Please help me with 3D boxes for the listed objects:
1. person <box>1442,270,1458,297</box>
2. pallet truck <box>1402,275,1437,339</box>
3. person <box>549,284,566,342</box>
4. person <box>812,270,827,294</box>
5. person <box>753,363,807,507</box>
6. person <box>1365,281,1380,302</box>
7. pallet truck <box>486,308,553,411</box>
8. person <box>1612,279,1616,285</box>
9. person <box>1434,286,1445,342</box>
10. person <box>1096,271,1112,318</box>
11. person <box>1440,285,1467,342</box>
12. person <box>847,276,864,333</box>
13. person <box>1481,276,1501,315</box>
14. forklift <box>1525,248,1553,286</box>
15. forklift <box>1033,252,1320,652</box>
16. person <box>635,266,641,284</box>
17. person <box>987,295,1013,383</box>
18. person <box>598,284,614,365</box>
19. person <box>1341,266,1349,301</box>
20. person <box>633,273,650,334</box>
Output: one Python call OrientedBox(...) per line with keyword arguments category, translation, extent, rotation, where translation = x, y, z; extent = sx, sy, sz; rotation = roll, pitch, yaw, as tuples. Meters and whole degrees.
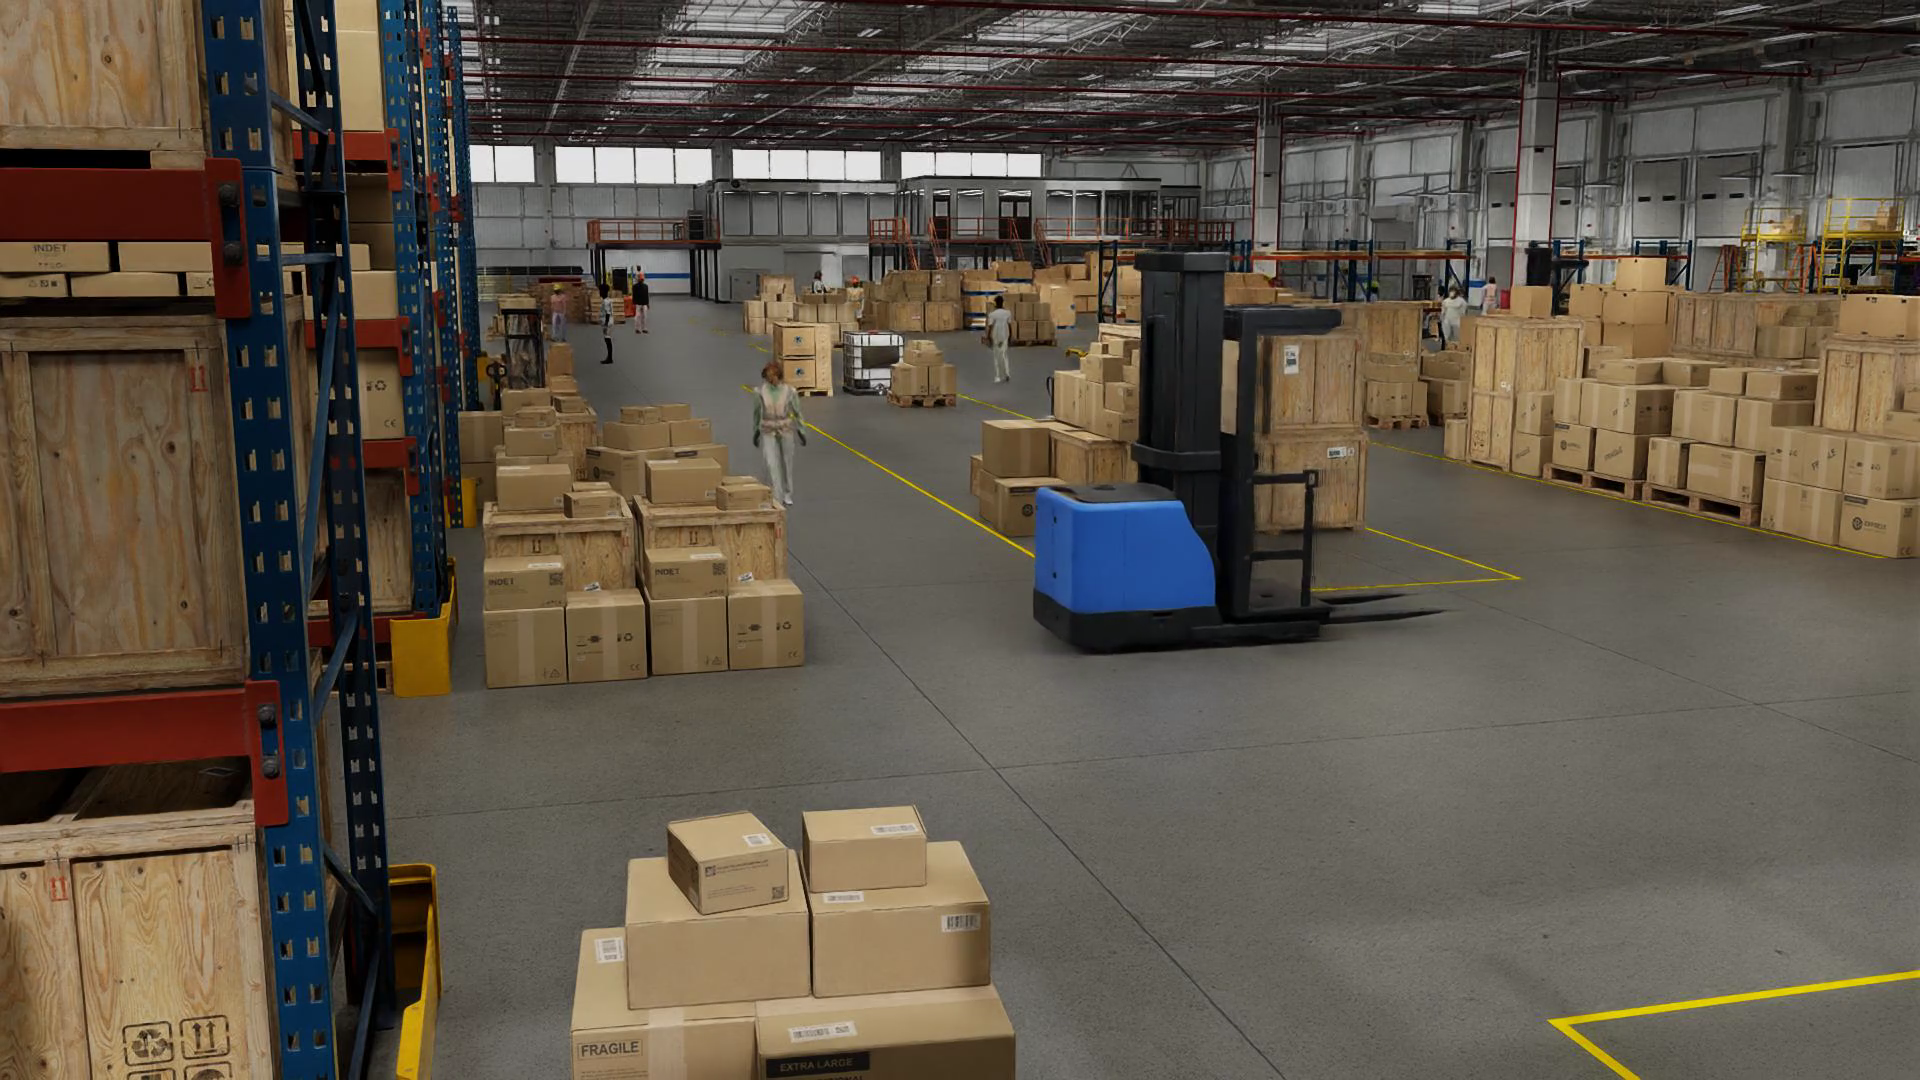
OrientedBox(category="person", translation=(19.815, -9.967, 67.339), extent=(0.619, 1.928, 0.724), rotation=(3, 10, 14))
OrientedBox(category="pallet truck", translation=(14.620, -7.324, 52.145), extent=(0.823, 1.965, 1.885), rotation=(8, 13, 40))
OrientedBox(category="person", translation=(-12.087, -6.815, 50.020), extent=(0.541, 1.717, 0.897), rotation=(2, 10, 9))
OrientedBox(category="person", translation=(-4.917, -8.446, 58.375), extent=(0.538, 2.000, 0.684), rotation=(-4, 11, -22))
OrientedBox(category="person", translation=(-1.978, -1.135, 18.213), extent=(0.592, 1.587, 0.806), rotation=(0, 10, 0))
OrientedBox(category="person", translation=(11.422, -6.248, 46.311), extent=(0.591, 1.912, 0.588), rotation=(-3, 10, -14))
OrientedBox(category="pallet truck", translation=(-6.242, -2.418, 24.362), extent=(0.823, 1.965, 1.885), rotation=(1, 10, 3))
OrientedBox(category="person", translation=(22.319, -8.011, 56.748), extent=(0.487, 1.746, 0.289), rotation=(1, 10, 7))
OrientedBox(category="person", translation=(14.517, -6.817, 50.154), extent=(0.322, 1.692, 0.534), rotation=(-3, 10, -14))
OrientedBox(category="person", translation=(5.939, -9.904, 67.050), extent=(0.970, 1.903, 0.632), rotation=(6, 12, 32))
OrientedBox(category="person", translation=(12.155, -5.314, 40.989), extent=(0.636, 1.917, 0.716), rotation=(6, 12, 30))
OrientedBox(category="person", translation=(-3.263, -7.259, 51.942), extent=(0.543, 1.939, 0.370), rotation=(1, 10, 5))
OrientedBox(category="person", translation=(18.336, -8.181, 57.476), extent=(0.664, 1.829, 0.492), rotation=(2, 10, 14))
OrientedBox(category="forklift", translation=(13.880, -5.639, 40.102), extent=(1.873, 2.768, 1.129), rotation=(0, 10, 0))
OrientedBox(category="forklift", translation=(1.563, -0.697, 12.123), extent=(1.873, 2.768, 1.129), rotation=(-3, 10, -15))
OrientedBox(category="person", translation=(-16.685, -13.294, 86.276), extent=(0.359, 1.882, 0.575), rotation=(-3, 10, -14))
OrientedBox(category="person", translation=(0.830, -4.233, 35.071), extent=(0.536, 1.847, 0.403), rotation=(-3, 10, -16))
OrientedBox(category="person", translation=(-8.605, -5.240, 40.431), extent=(0.361, 1.965, 0.613), rotation=(-2, 10, -11))
OrientedBox(category="person", translation=(19.082, -12.536, 81.943), extent=(0.598, 1.898, 0.807), rotation=(-4, 11, -23))
OrientedBox(category="person", translation=(-10.504, -7.801, 54.853), extent=(0.393, 1.995, 0.612), rotation=(10, 14, 44))
